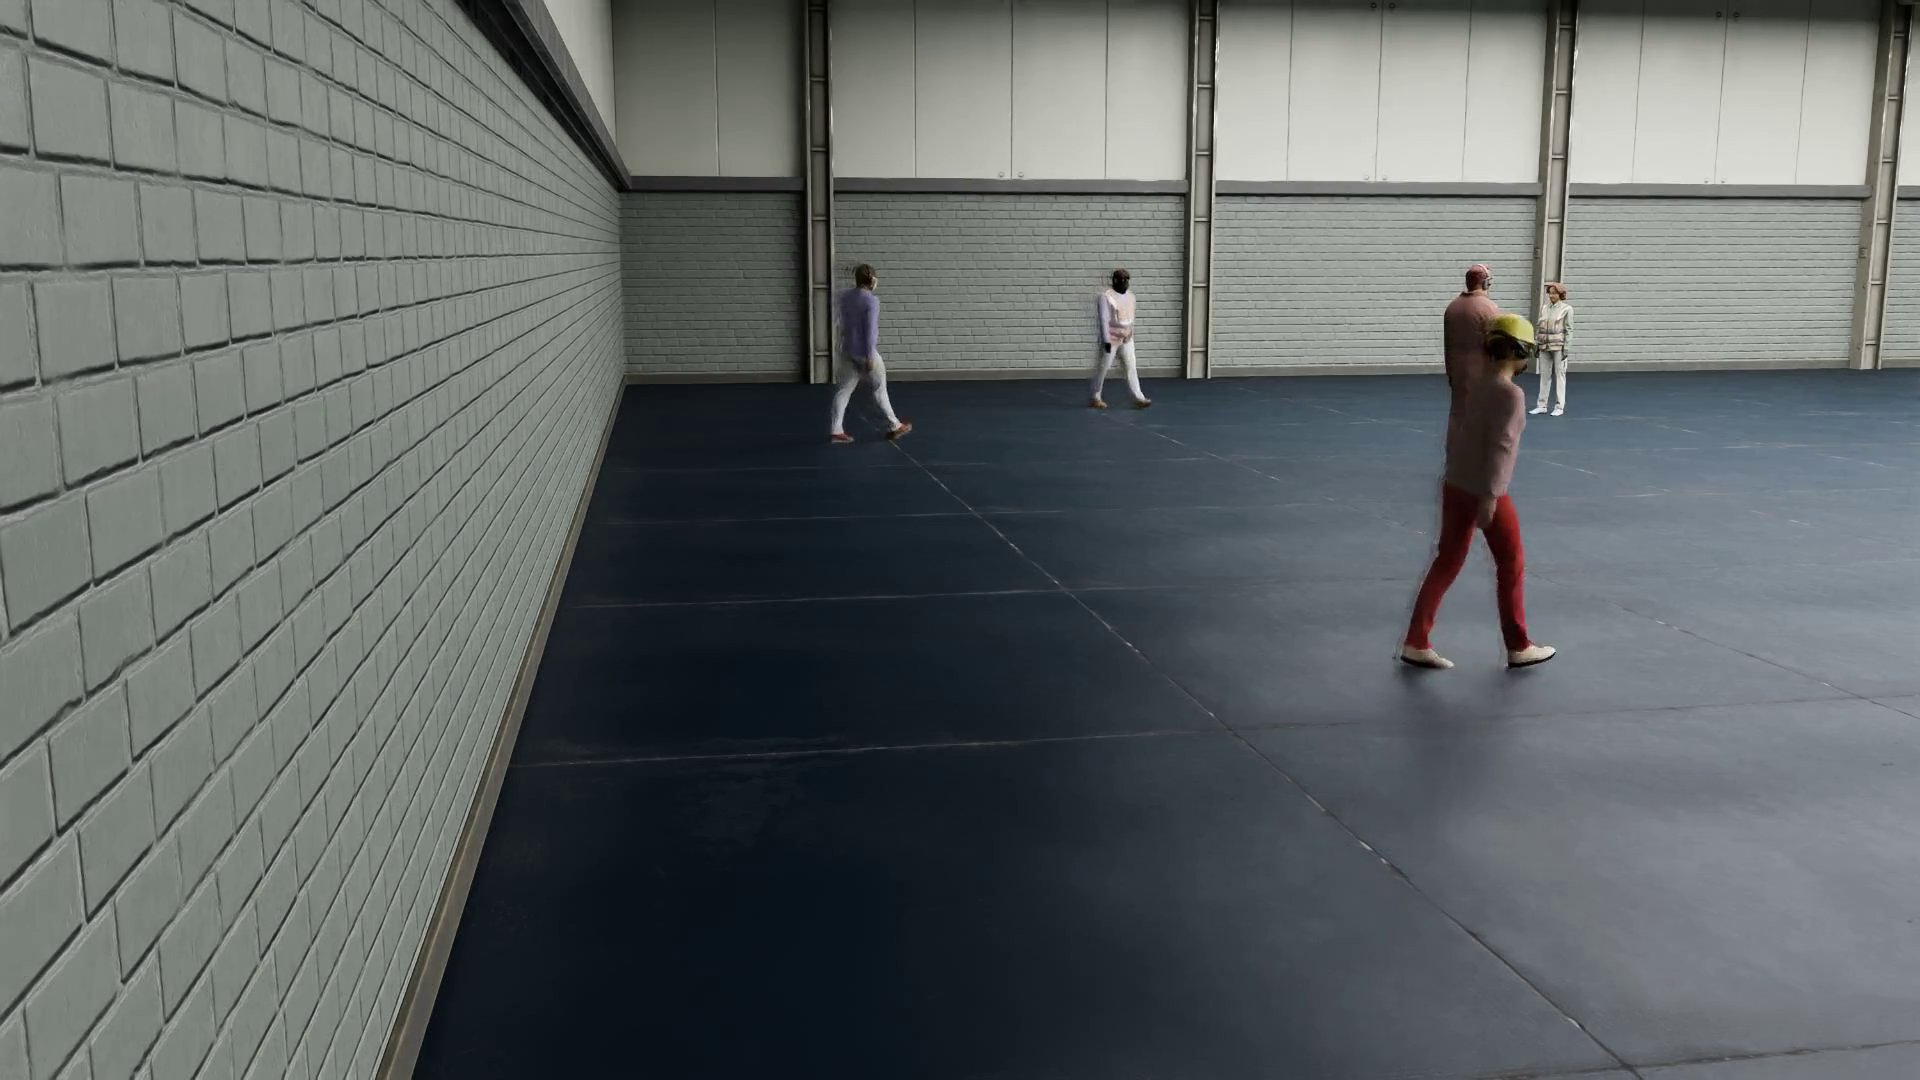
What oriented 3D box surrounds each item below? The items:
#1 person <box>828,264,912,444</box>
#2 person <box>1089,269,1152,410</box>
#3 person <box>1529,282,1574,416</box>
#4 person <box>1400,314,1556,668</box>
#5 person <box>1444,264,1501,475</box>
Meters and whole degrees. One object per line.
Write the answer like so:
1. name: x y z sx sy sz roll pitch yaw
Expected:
1. person: -0.993 -1.974 17.654 1.021 1.883 0.634 -9 13 -42
2. person: 2.024 -2.557 21.300 0.637 1.795 0.970 -7 12 -35
3. person: 7.320 -2.352 20.534 0.307 1.641 0.515 -6 12 -32
4. person: 2.541 -0.217 8.008 0.854 1.718 0.545 -2 10 -12
5. person: 4.594 -1.493 14.810 0.410 1.913 0.651 -4 11 -24
